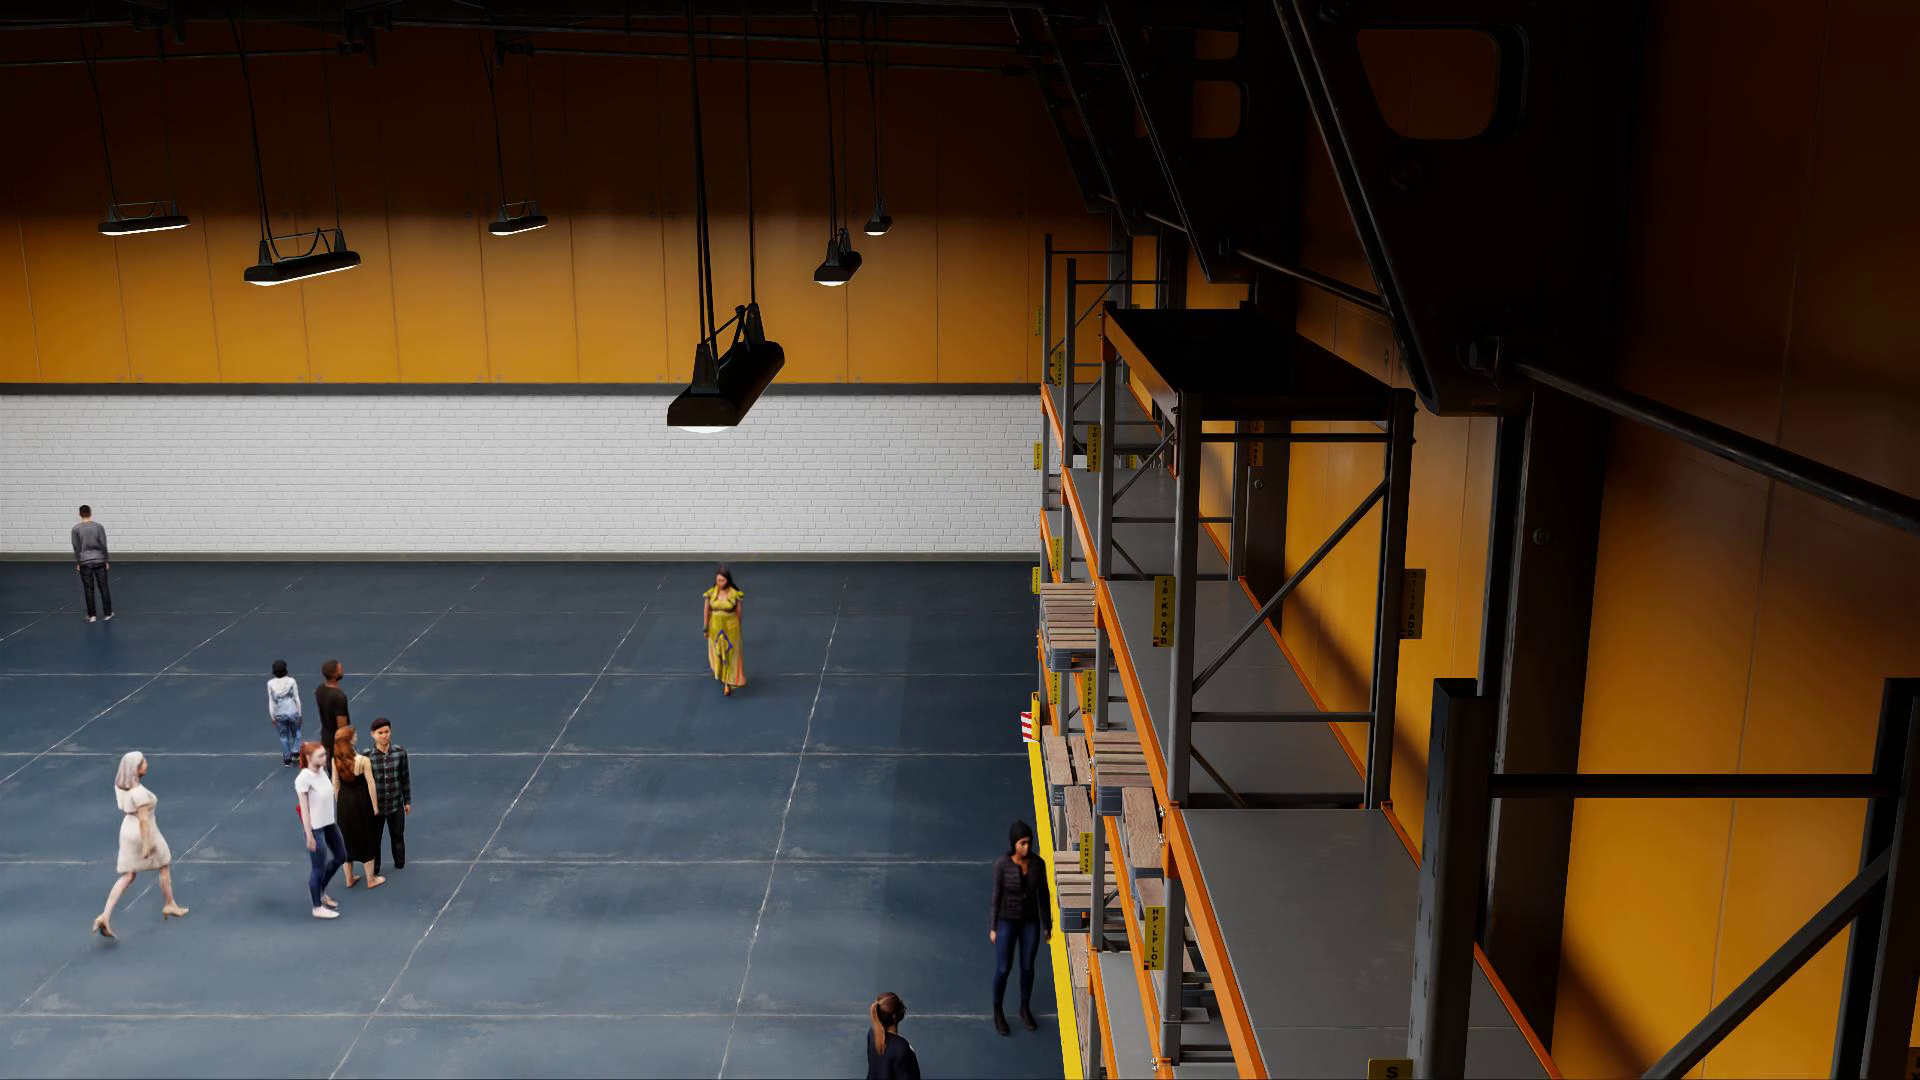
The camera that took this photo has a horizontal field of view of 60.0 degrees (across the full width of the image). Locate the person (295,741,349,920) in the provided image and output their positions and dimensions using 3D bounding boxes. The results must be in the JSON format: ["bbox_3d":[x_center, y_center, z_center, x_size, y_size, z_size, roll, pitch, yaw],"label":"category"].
[{"bbox_3d":[-5.988,2.664,15.315,0.682,1.725,0.565,2,14,7],"label":"person"}]

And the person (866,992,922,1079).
[{"bbox_3d":[-0.454,3.746,10.945,0.759,1.680,0.678,-10,17,-36],"label":"person"}]

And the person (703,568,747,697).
[{"bbox_3d":[-3.081,1.160,21.776,0.732,1.609,1.209,0,14,-1],"label":"person"}]

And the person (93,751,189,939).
[{"bbox_3d":[-7.466,2.763,14.953,0.985,1.703,1.204,8,16,29],"label":"person"}]

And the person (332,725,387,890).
[{"bbox_3d":[-5.816,2.557,15.968,0.601,1.626,0.600,2,14,8],"label":"person"}]

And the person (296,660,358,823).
[{"bbox_3d":[-6.587,2.144,17.352,0.992,1.778,1.168,9,16,32],"label":"person"}]

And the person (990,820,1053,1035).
[{"bbox_3d":[0.468,3.103,13.469,0.694,1.742,0.642,-3,14,-13],"label":"person"}]

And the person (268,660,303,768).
[{"bbox_3d":[-7.741,1.995,19.075,0.555,1.256,0.585,-4,14,-16],"label":"person"}]

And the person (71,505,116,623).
[{"bbox_3d":[-12.970,0.335,24.859,0.694,1.760,0.691,-7,15,-26],"label":"person"}]

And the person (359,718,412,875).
[{"bbox_3d":[-5.652,2.558,16.305,0.746,1.714,0.709,-7,15,-28],"label":"person"}]
